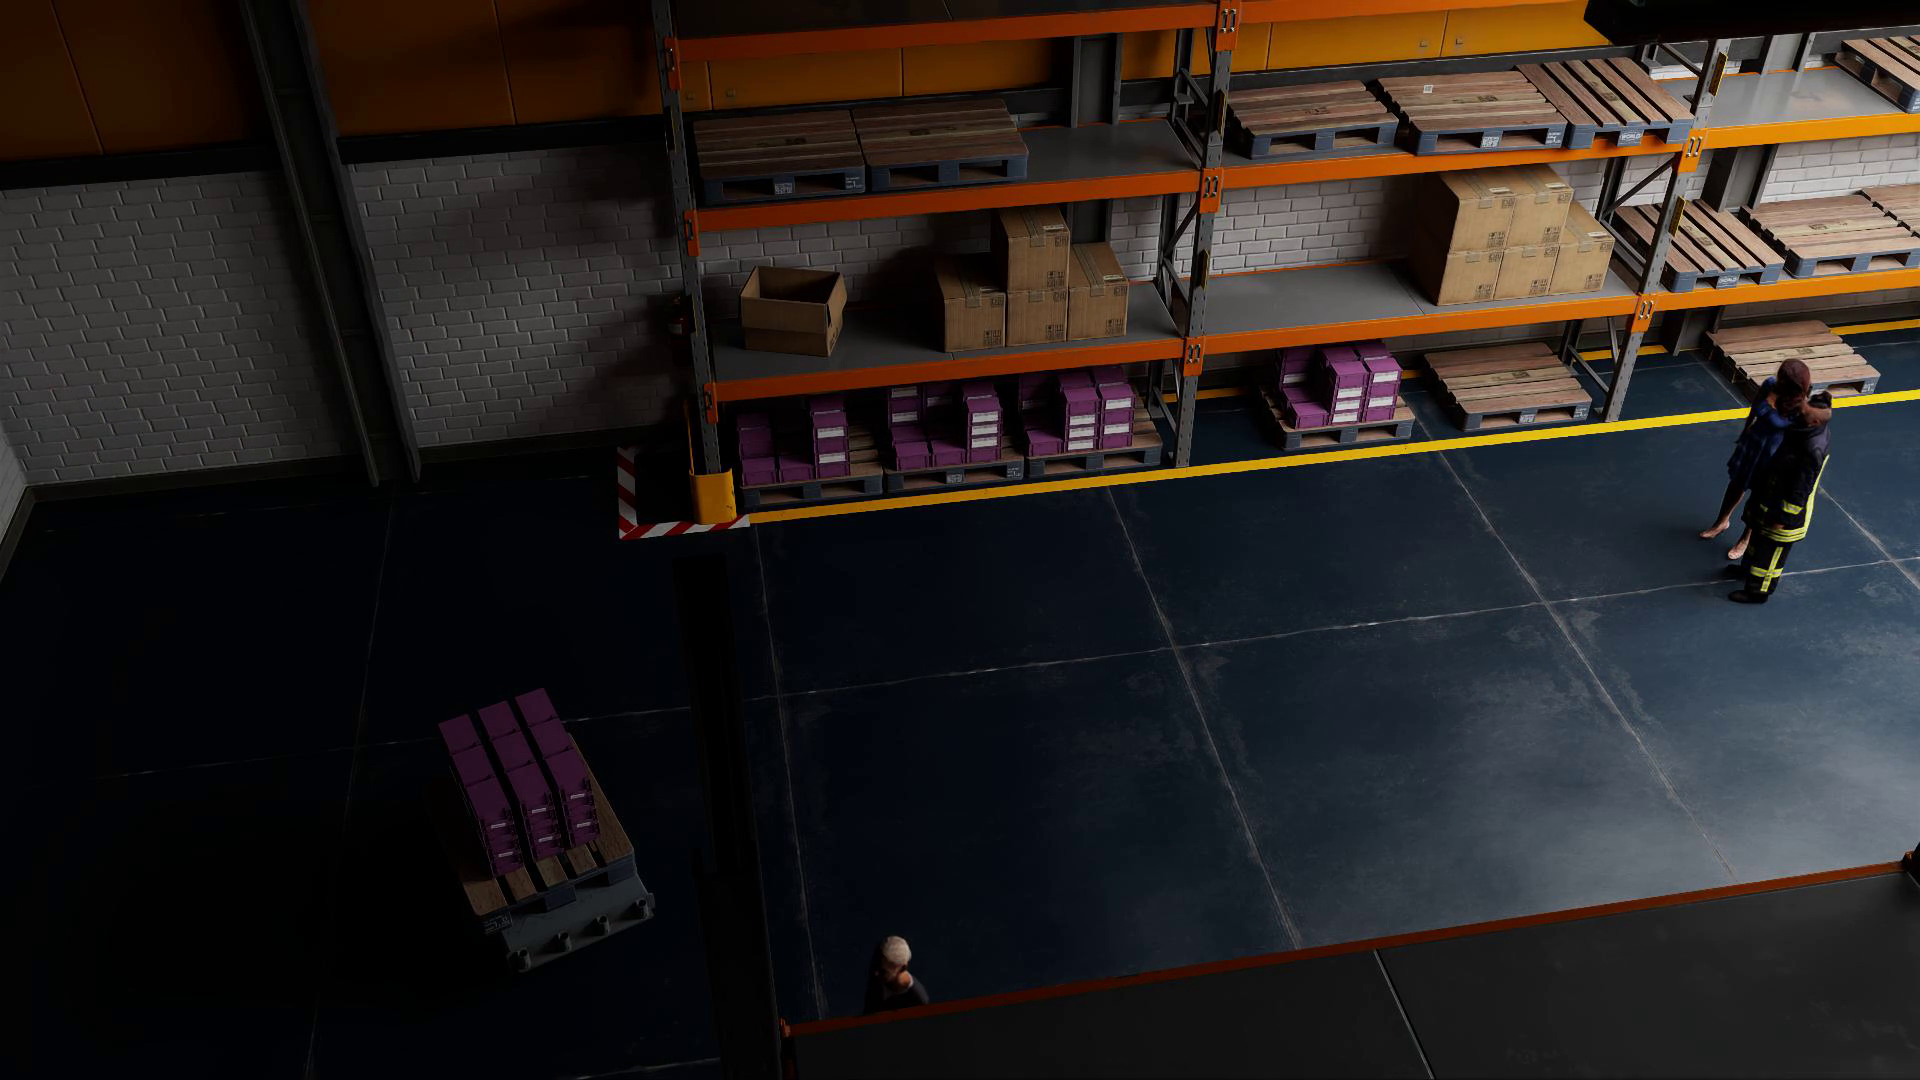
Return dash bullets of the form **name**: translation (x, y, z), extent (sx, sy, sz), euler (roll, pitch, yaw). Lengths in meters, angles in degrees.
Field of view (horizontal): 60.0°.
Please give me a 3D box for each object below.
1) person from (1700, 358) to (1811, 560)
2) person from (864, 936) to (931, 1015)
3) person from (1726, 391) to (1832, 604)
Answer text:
- **person**: translation (6.252, -0.654, 13.002), extent (0.654, 1.807, 0.718), euler (-15, 41, -18)
- **person**: translation (-0.311, 2.681, 8.892), extent (0.679, 1.724, 0.712), euler (30, 47, 32)
- **person**: translation (6.242, -0.338, 12.559), extent (0.874, 1.867, 0.868), euler (12, 40, 14)
